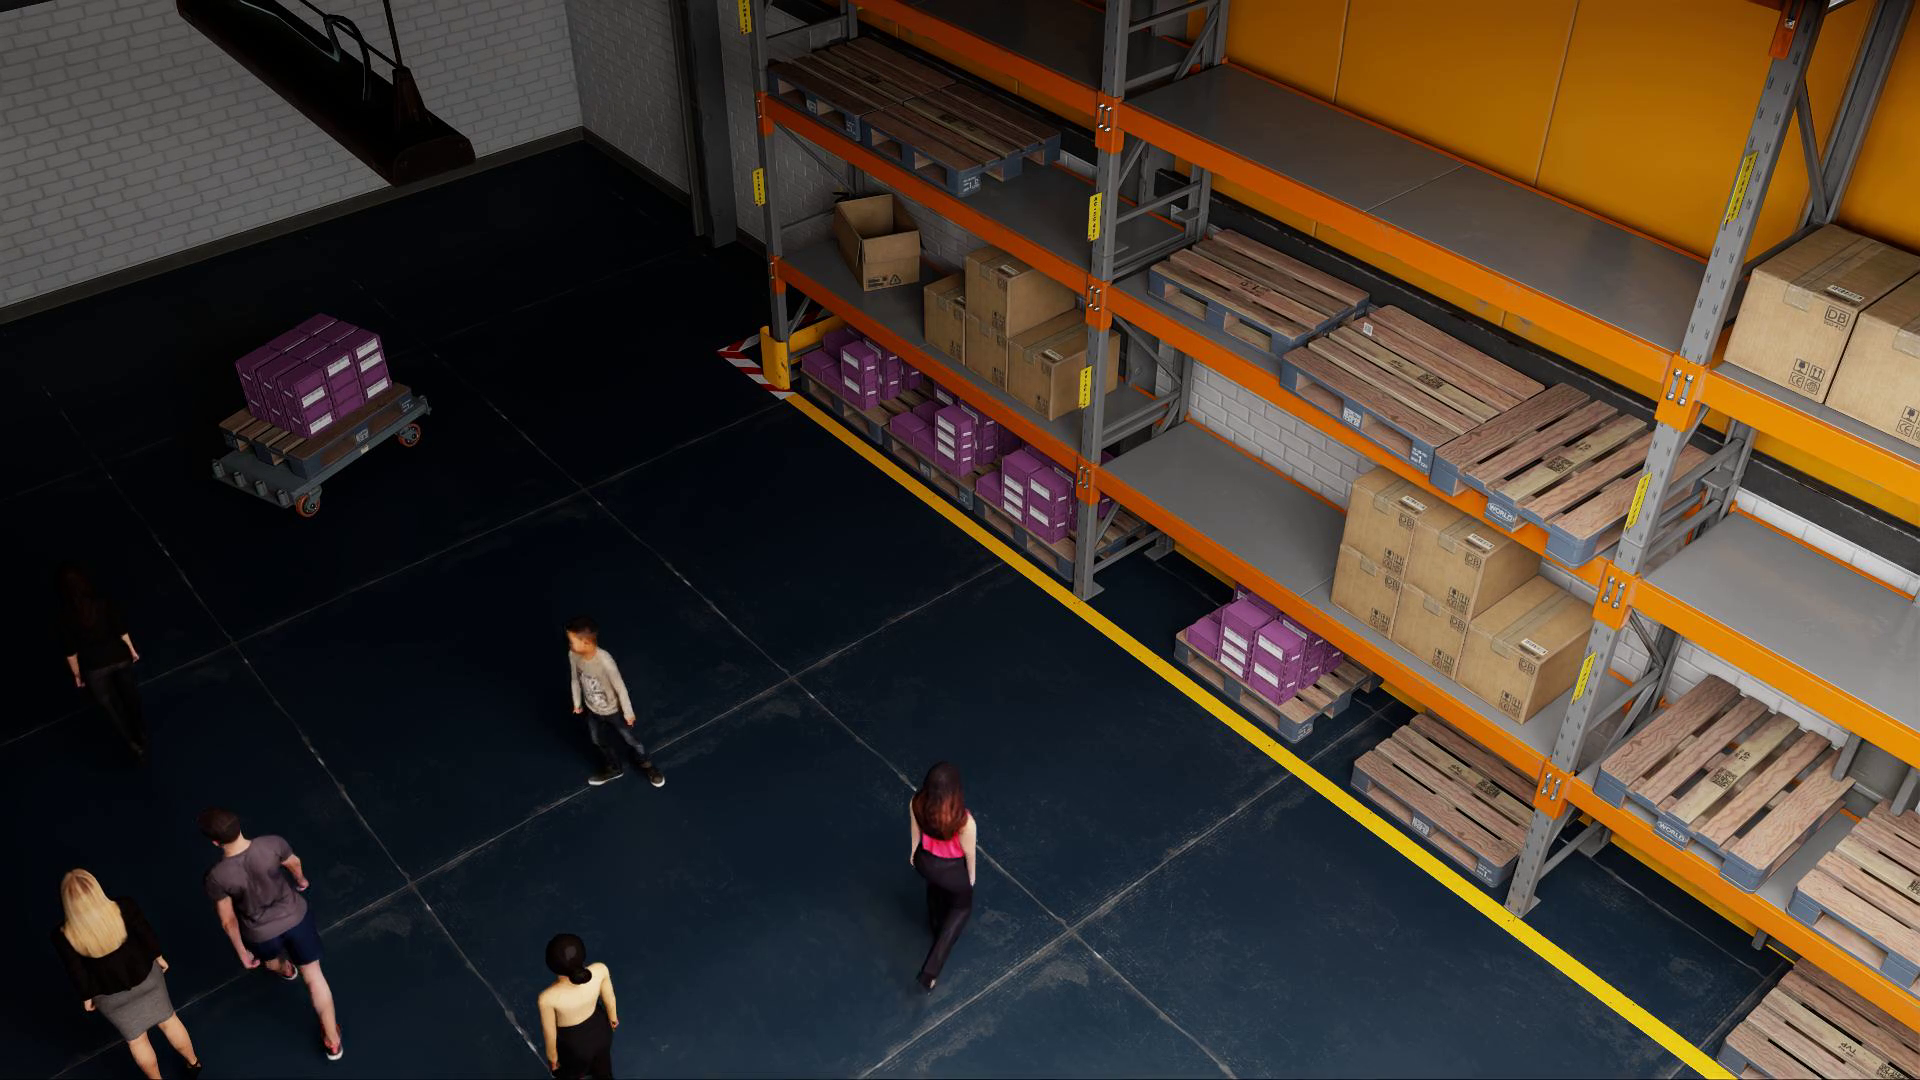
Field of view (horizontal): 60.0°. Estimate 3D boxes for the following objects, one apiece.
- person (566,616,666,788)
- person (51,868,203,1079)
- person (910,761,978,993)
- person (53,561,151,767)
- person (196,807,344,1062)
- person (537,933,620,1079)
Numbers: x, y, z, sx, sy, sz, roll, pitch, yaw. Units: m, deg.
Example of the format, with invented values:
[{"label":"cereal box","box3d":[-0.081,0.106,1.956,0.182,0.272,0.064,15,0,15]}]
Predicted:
[{"label":"person","box3d":[-2.293,1.074,10.968,0.677,1.450,0.824,9,39,11]},{"label":"person","box3d":[-4.487,2.412,8.976,0.606,1.844,0.544,-30,48,-32]},{"label":"person","box3d":[-0.124,1.960,9.706,0.952,1.639,0.847,19,42,22]},{"label":"person","box3d":[-5.682,0.854,11.102,0.562,1.626,0.846,-27,46,-30]},{"label":"person","box3d":[-3.771,2.214,9.257,0.703,1.802,1.185,-24,44,-27]},{"label":"person","box3d":[-1.961,2.696,8.781,0.594,1.643,0.686,-25,45,-28]}]
